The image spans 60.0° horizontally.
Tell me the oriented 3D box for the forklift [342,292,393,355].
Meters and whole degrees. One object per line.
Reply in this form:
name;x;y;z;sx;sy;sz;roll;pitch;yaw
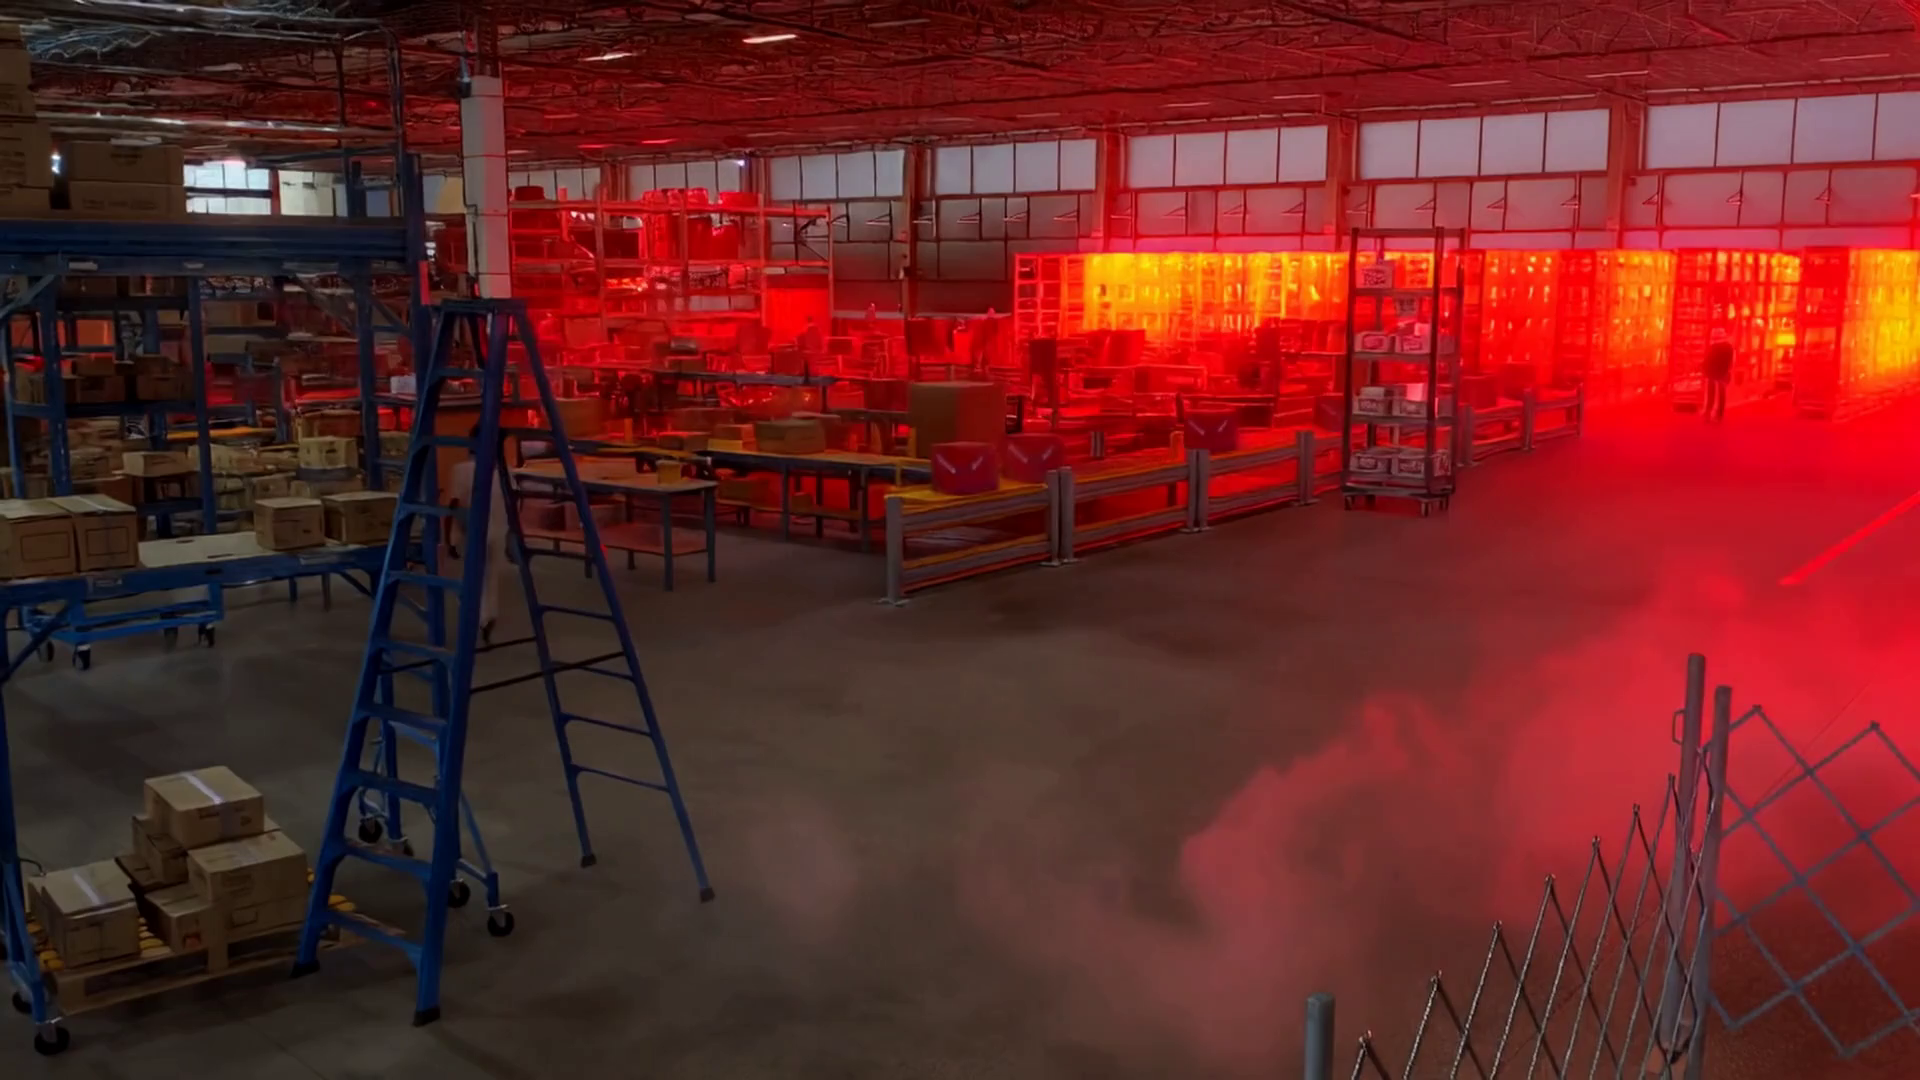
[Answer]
forklift;-16.485;-5.622;45.120;1.129;2.768;1.873;7;11;37

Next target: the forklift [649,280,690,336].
forklift;-10.283;-7.638;57.701;1.129;2.768;1.873;4;10;25

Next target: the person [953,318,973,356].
person;0.073;-5.089;45.012;0.566;1.847;0.389;3;9;15

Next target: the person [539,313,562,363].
person;-12.041;-5.732;48.904;0.635;1.889;1.014;4;10;21

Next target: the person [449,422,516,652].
person;-3.827;-0.019;13.415;0.516;1.843;0.782;-6;11;-32

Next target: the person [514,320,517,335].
person;-16.104;-7.466;59.656;0.405;1.911;0.636;-4;10;-23

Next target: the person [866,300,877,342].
person;-3.850;-9.375;71.579;0.866;1.913;0.550;9;13;43

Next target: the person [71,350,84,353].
person;-32.112;-7.523;60.488;0.535;1.746;0.533;6;11;34

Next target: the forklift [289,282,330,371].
forklift;-18.237;-5.821;46.364;1.129;2.768;1.873;7;11;37

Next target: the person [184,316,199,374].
person;-21.236;-5.275;46.149;0.439;1.863;0.716;0;9;-2

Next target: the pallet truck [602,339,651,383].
pallet truck;-8.991;-4.871;45.351;0.653;1.274;1.630;7;11;37

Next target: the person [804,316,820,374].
person;-4.286;-5.618;48.430;0.607;1.809;0.574;-9;13;-44

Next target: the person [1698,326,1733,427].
person;14.974;-3.229;32.927;0.369;1.996;0.622;-5;10;-29

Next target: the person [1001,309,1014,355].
person;1.782;-7.729;61.846;0.485;1.735;0.343;-2;9;-10

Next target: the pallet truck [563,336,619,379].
pallet truck;-10.690;-5.294;48.215;1.601;1.201;0.680;-5;10;-26

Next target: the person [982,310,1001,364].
person;1.017;-6.393;53.072;0.647;1.872;0.876;-1;9;-7

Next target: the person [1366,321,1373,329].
person;10.465;-4.665;42.409;0.590;1.833;0.403;-4;10;-24

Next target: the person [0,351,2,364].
person;-28.427;-5.608;49.004;0.806;1.604;0.515;5;10;28
